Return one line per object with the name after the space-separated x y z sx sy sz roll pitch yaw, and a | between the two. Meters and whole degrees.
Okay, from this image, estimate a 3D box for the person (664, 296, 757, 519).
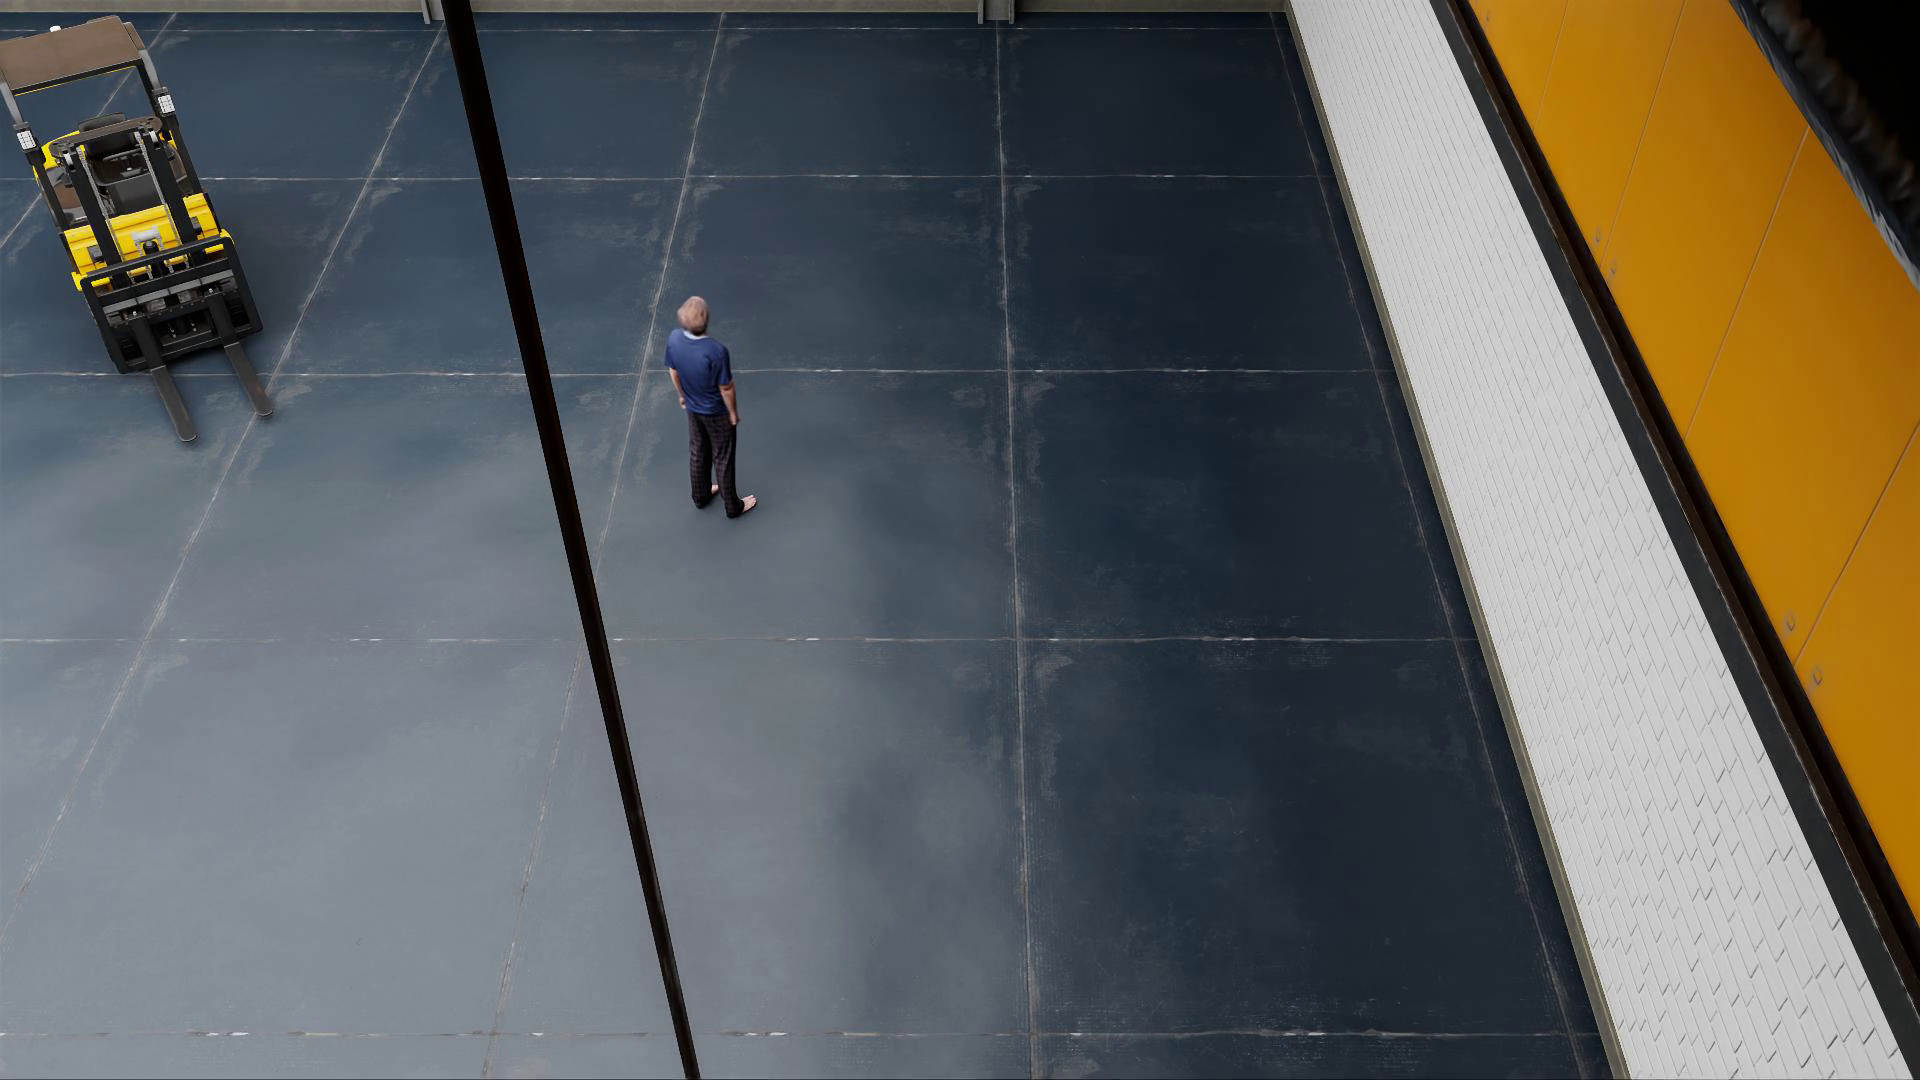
-1.785 -0.940 11.782 0.660 1.871 0.799 20 47 20 | person
